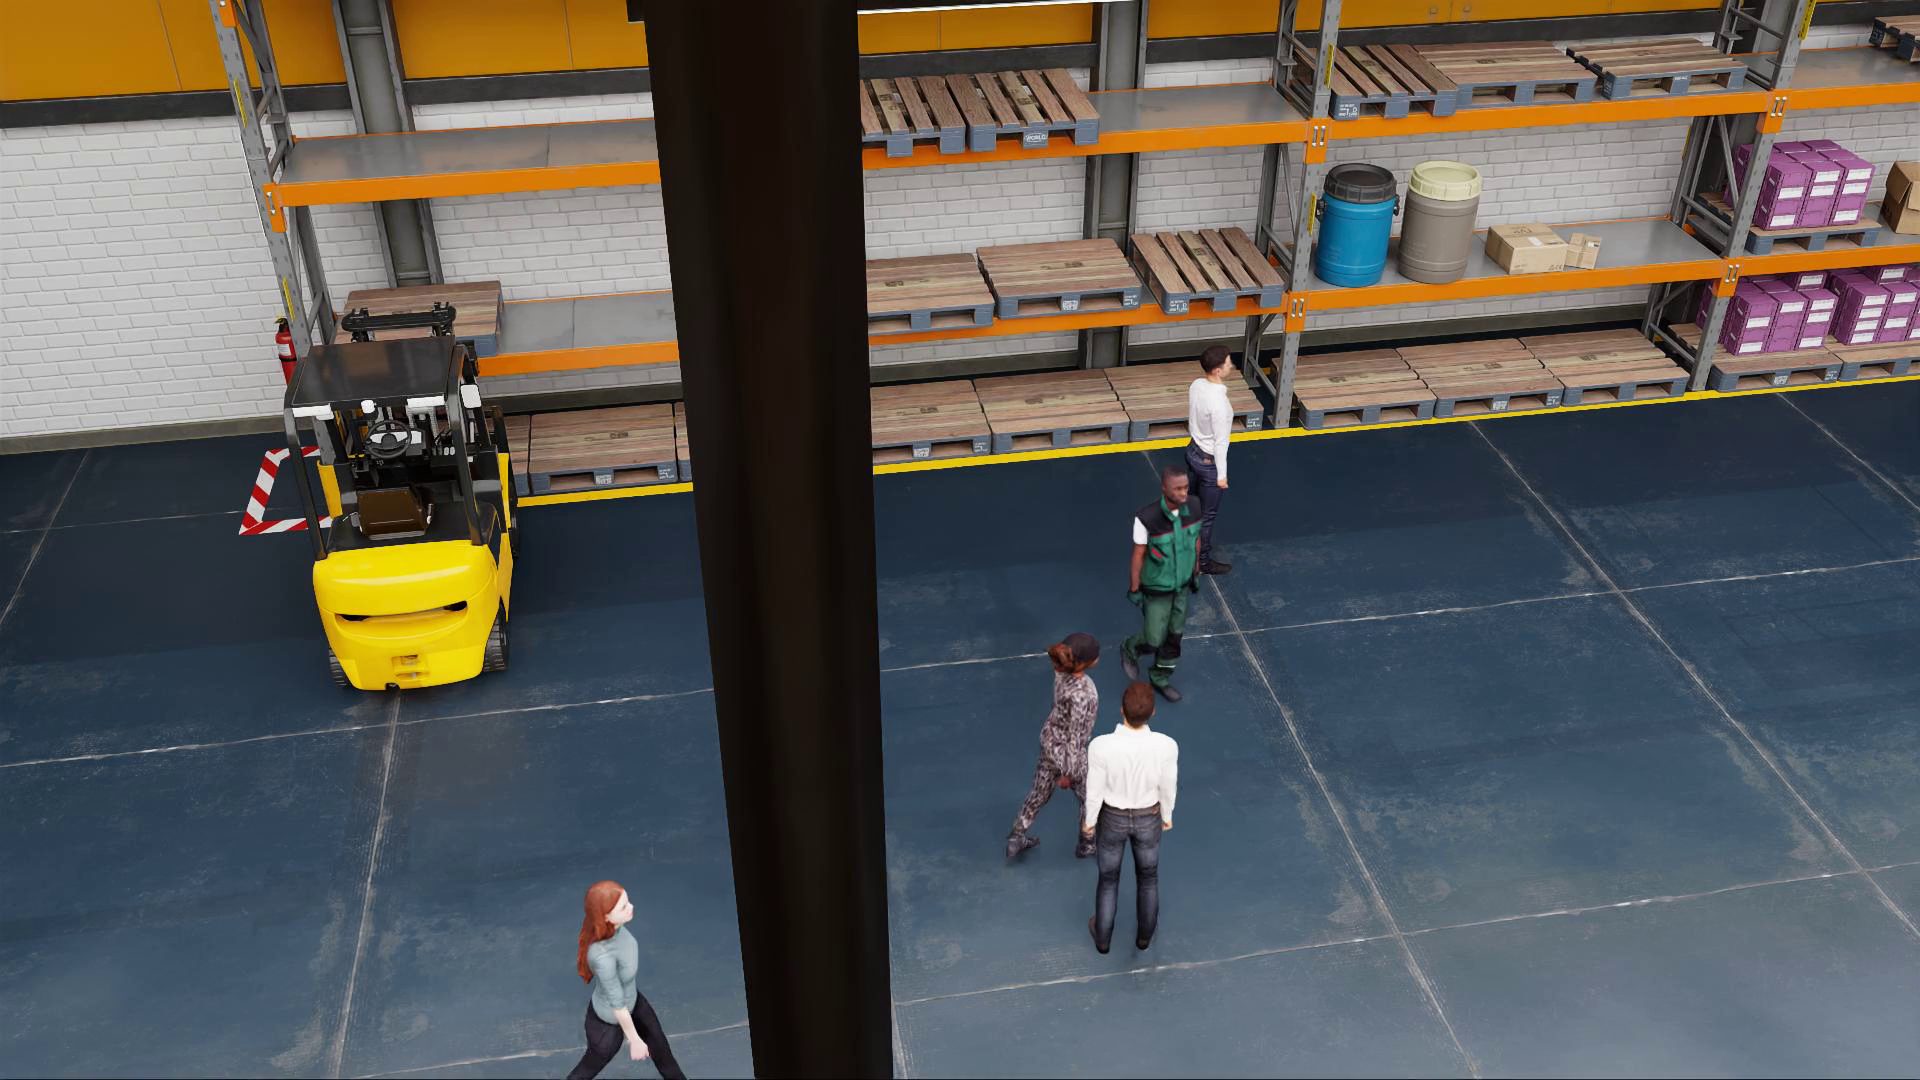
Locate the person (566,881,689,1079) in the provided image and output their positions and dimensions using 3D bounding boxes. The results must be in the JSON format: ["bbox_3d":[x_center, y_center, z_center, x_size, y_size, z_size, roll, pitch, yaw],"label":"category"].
[{"bbox_3d":[-1.766,2.352,8.155,1.196,1.688,0.688,-2,34,-3],"label":"person"}]

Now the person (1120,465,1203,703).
[{"bbox_3d":[1.330,0.253,11.188,0.845,1.827,0.895,-20,39,-27],"label":"person"}]

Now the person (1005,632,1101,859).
[{"bbox_3d":[0.556,1.249,9.814,0.914,1.688,0.624,-10,35,-15],"label":"person"}]

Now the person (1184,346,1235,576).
[{"bbox_3d":[1.837,-0.610,12.449,0.622,1.869,0.645,-10,35,-15],"label":"person"}]

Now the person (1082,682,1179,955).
[{"bbox_3d":[0.941,1.554,9.192,0.508,1.871,0.738,-2,34,-3],"label":"person"}]
